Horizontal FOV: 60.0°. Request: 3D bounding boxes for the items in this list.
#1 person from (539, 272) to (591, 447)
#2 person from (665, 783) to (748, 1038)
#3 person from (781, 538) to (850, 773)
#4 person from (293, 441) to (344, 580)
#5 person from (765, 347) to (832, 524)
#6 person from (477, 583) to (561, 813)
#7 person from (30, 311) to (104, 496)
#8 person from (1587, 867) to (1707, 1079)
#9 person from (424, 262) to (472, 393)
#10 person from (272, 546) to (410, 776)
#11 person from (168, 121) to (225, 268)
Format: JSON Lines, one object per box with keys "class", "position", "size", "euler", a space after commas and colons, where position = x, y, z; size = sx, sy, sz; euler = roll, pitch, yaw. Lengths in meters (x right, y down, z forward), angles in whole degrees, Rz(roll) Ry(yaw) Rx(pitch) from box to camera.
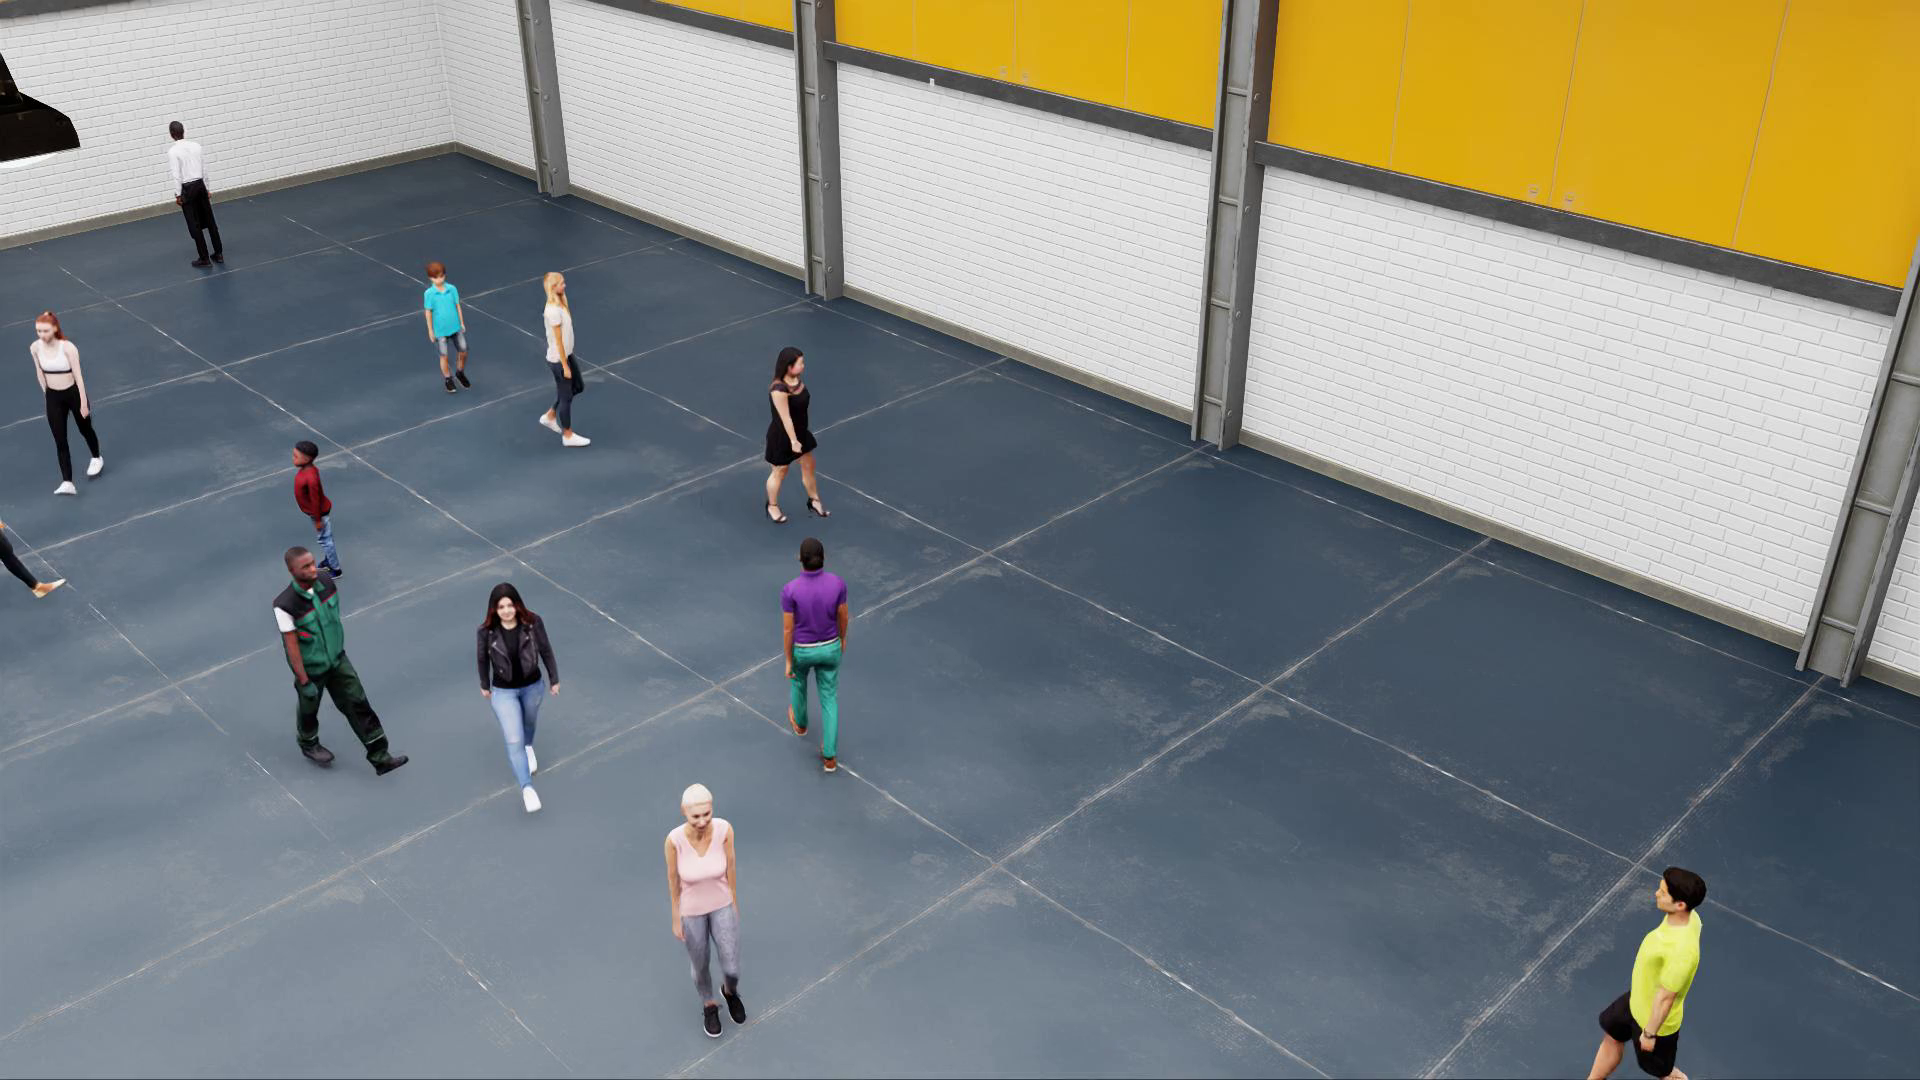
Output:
{"class": "person", "position": [-3.990, -1.748, 16.264], "size": [0.865, 1.801, 0.810], "euler": [-2, 29, -3]}
{"class": "person", "position": [-1.463, 2.036, 9.416], "size": [0.655, 1.714, 0.706], "euler": [-7, 29, -13]}
{"class": "person", "position": [-0.983, 0.833, 11.598], "size": [0.935, 1.737, 1.105], "euler": [-8, 30, -14]}
{"class": "person", "position": [-5.446, -0.270, 14.126], "size": [0.630, 1.253, 0.525], "euler": [-11, 31, -20]}
{"class": "person", "position": [-1.626, -0.913, 14.845], "size": [0.949, 1.693, 0.856], "euler": [7, 29, 13]}
{"class": "person", "position": [-3.054, 0.990, 11.460], "size": [0.909, 1.592, 1.175], "euler": [-12, 31, -21]}
{"class": "person", "position": [-8.324, -1.330, 15.605], "size": [1.089, 1.698, 1.187], "euler": [-1, 29, -2]}
{"class": "person", "position": [3.722, 2.452, 8.693], "size": [1.169, 1.676, 0.956], "euler": [8, 30, 15]}
{"class": "person", "position": [-5.459, -2.278, 17.614], "size": [0.590, 1.438, 0.588], "euler": [-18, 33, -29]}
{"class": "person", "position": [-4.505, 0.852, 11.518], "size": [1.274, 1.780, 0.973], "euler": [13, 31, 23]}
{"class": "person", "position": [-9.717, -4.386, 21.064], "size": [0.623, 1.835, 0.692], "euler": [15, 32, 26]}
